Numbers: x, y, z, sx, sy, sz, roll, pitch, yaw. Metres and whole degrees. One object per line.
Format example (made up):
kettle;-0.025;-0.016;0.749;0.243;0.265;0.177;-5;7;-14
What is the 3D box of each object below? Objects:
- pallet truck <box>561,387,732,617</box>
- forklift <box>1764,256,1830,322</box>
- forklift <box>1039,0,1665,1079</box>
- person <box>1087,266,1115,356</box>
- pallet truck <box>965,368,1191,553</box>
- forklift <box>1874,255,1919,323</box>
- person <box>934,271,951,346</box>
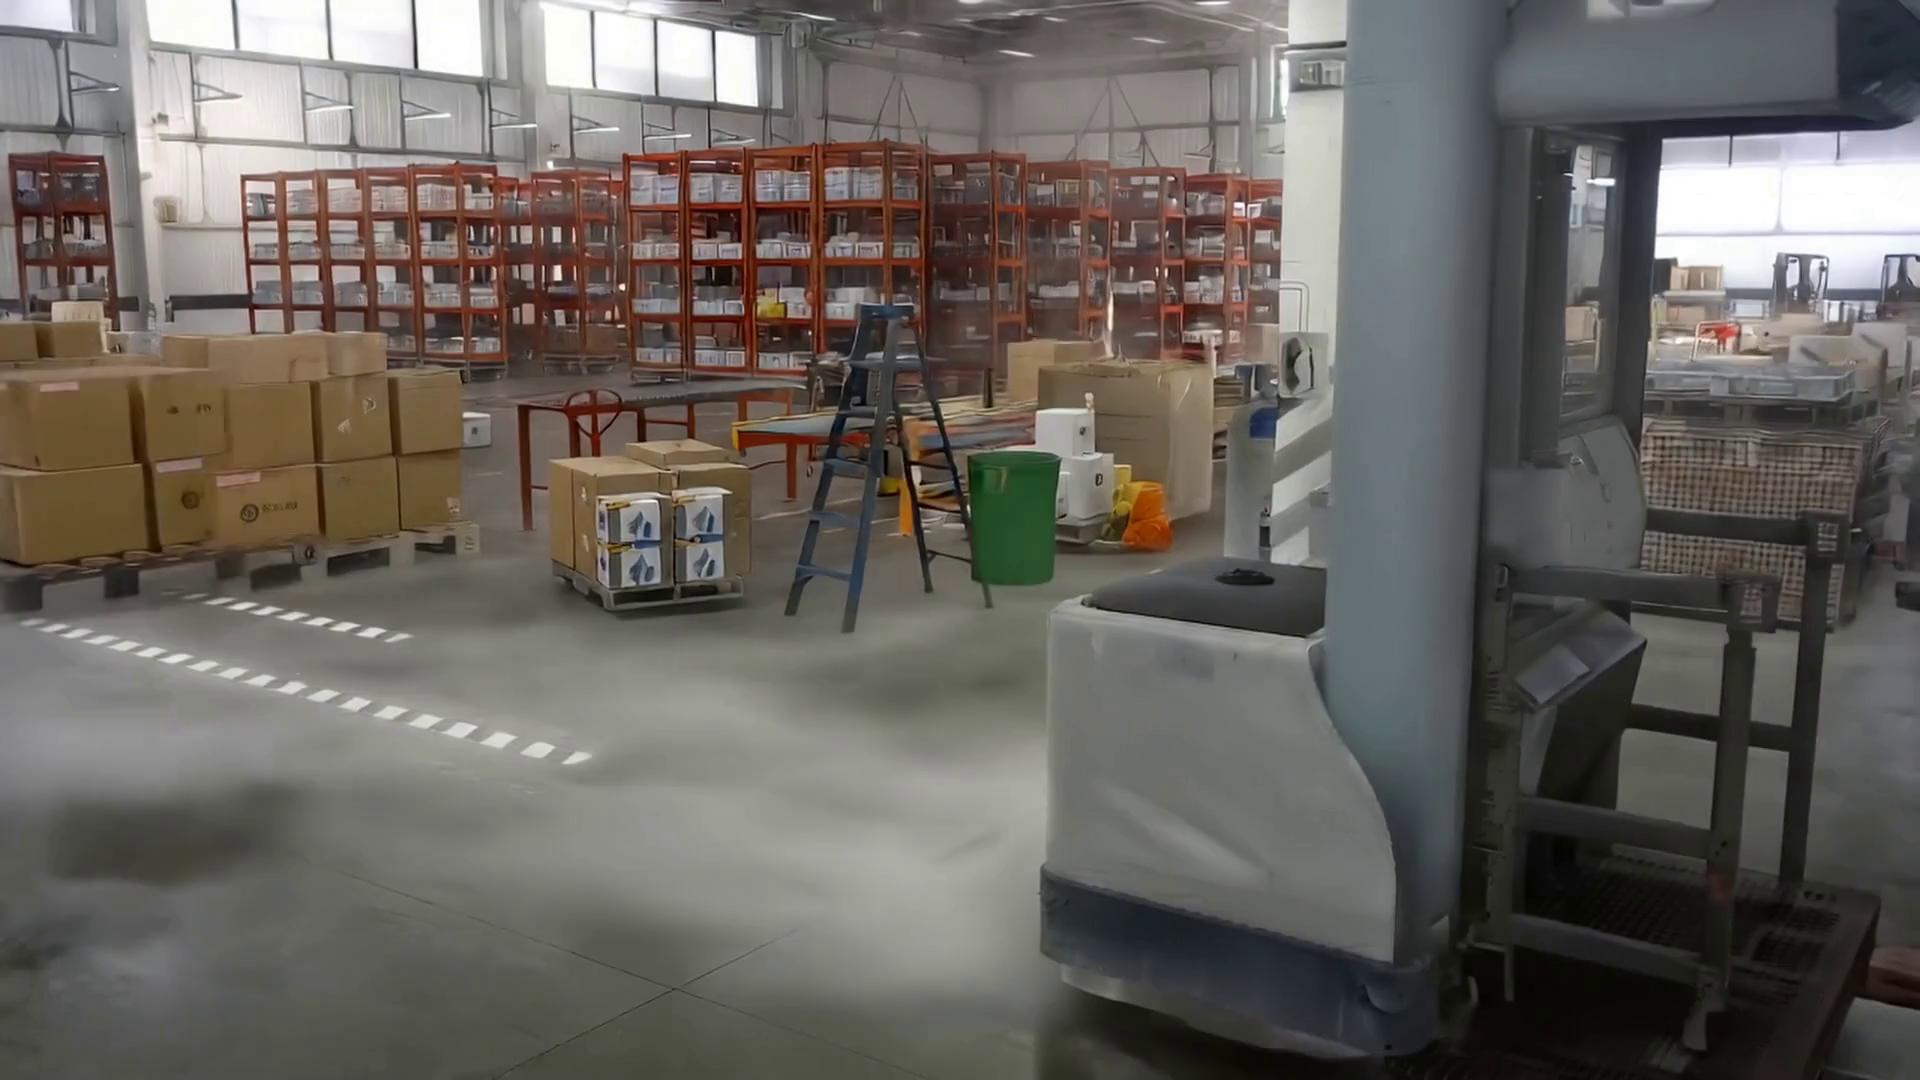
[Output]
pallet truck;-1.981;-0.274;10.088;0.680;1.201;1.601;-5;11;-28
forklift;20.253;-5.854;40.139;1.157;1.987;2.680;7;12;35
forklift;1.249;-0.137;4.360;1.873;2.768;1.129;7;12;35
person;2.356;-3.659;27.969;0.381;1.994;0.613;8;12;39
pallet truck;0.845;-0.609;11.869;1.630;1.274;0.653;7;12;35
forklift;22.089;-5.634;38.796;1.157;1.987;2.680;6;11;33
person;-0.223;-3.940;30.117;0.464;1.835;0.560;7;12;36
